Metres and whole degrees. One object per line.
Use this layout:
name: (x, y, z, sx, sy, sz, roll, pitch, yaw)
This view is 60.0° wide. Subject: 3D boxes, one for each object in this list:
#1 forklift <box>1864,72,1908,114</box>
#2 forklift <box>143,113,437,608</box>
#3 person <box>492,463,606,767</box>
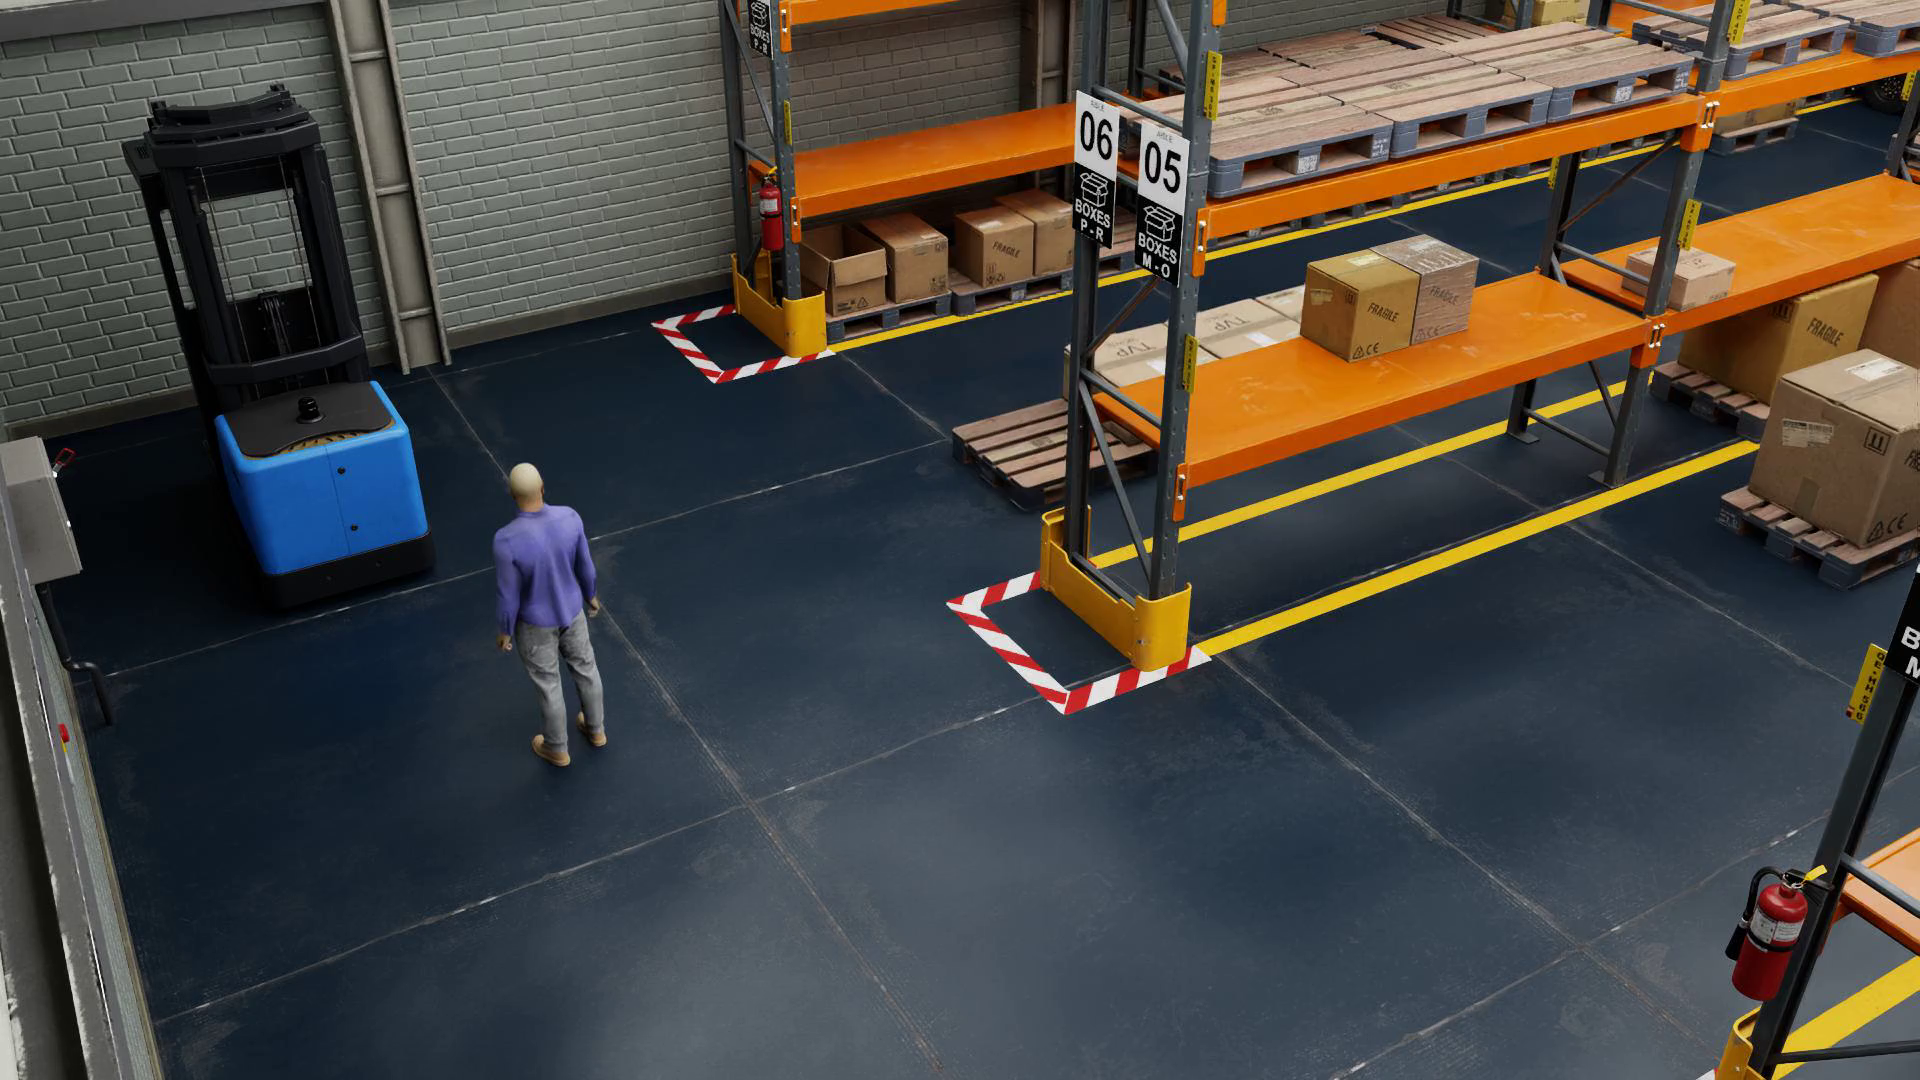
forklift: (11.468, -5.645, 18.244, 1.214, 2.155, 2.313, -17, 36, -26)
forklift: (-4.289, -1.259, 10.509, 1.129, 2.768, 1.873, -17, 36, -26)
person: (-2.169, 0.411, 8.825, 0.588, 1.796, 0.394, -25, 39, -34)
